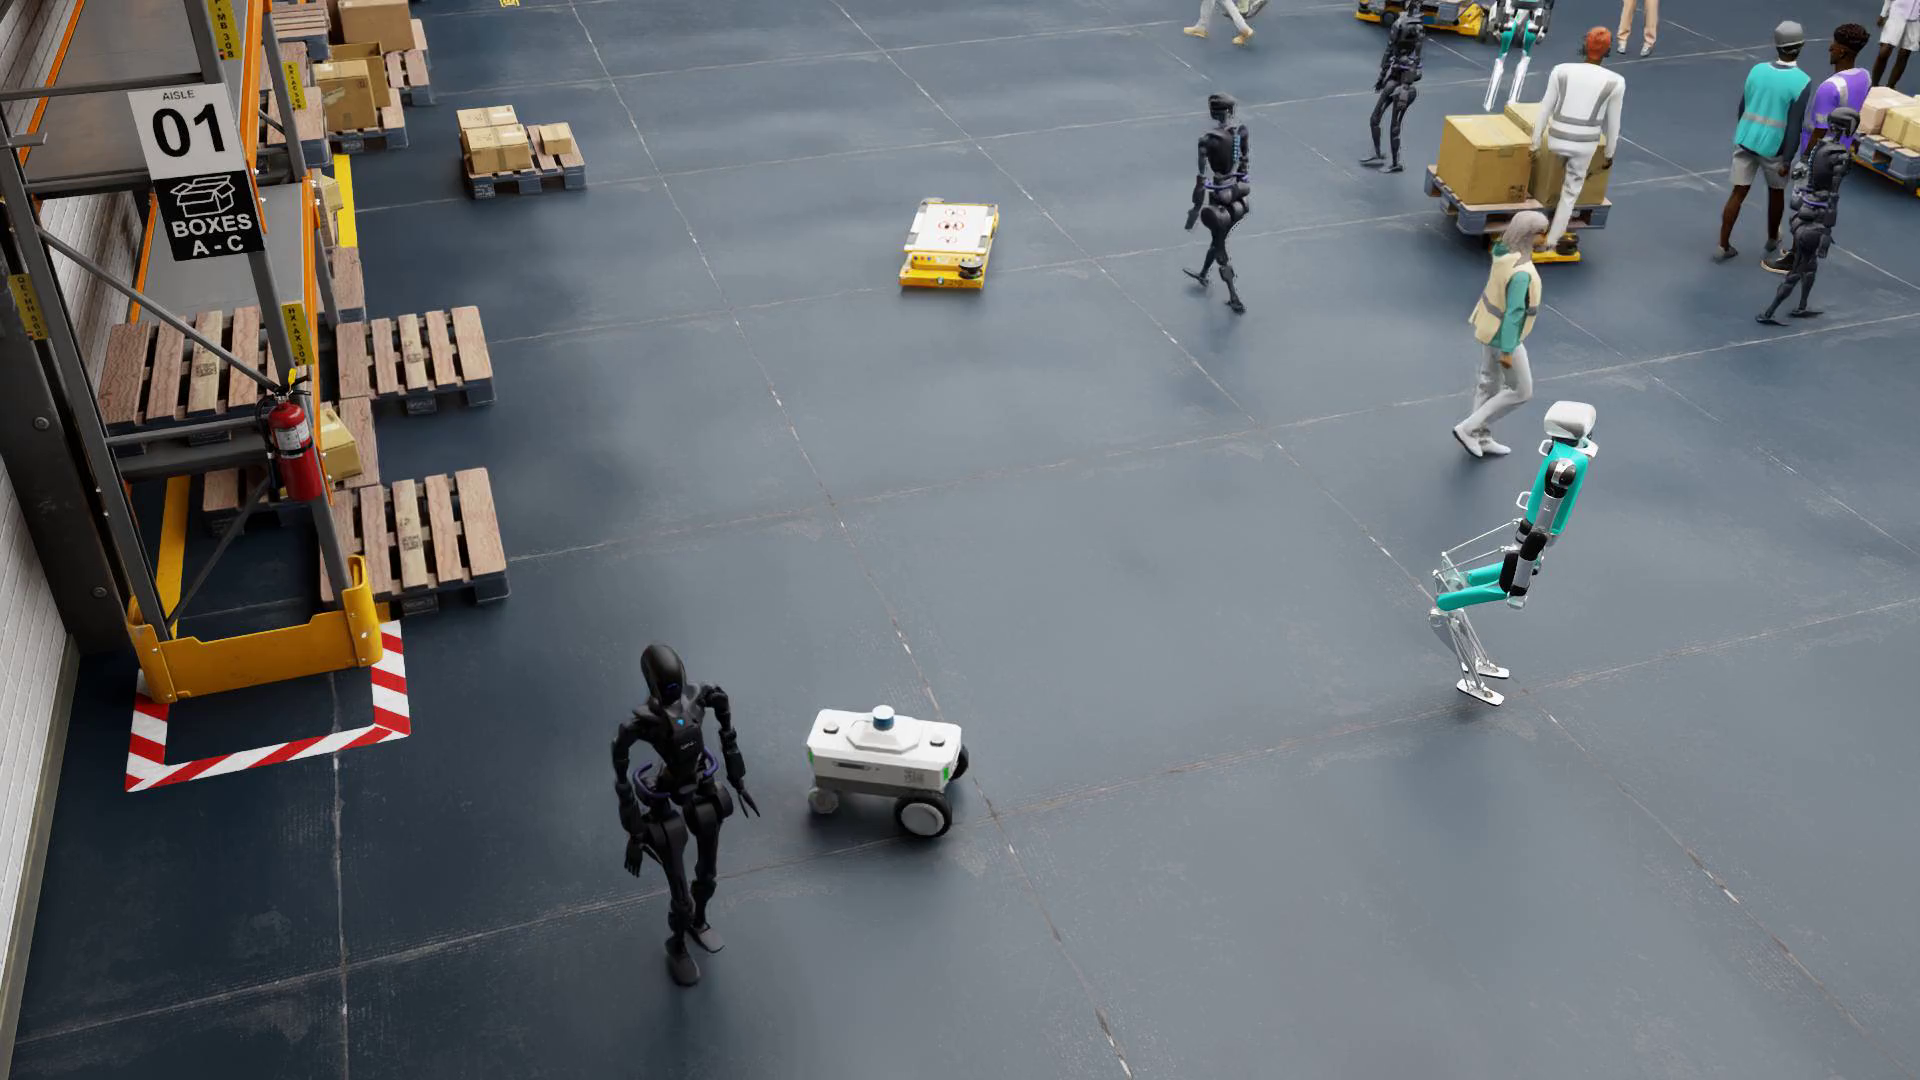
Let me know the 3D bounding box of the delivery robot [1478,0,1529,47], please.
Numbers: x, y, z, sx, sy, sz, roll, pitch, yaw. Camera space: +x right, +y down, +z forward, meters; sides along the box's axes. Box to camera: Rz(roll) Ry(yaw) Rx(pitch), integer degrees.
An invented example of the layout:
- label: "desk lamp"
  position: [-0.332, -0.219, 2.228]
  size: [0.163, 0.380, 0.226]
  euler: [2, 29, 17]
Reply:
- label: "delivery robot"
  position: [6.125, -5.841, 18.569]
  size: [0.499, 0.610, 0.814]
  euler: [15, 36, 21]

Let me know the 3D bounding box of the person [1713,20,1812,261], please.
- label: "person"
  position: [6.478, -3.184, 13.252]
  size: [0.881, 1.900, 0.570]
  euler: [-26, 41, -34]

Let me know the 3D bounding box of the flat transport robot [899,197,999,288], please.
- label: "flat transport robot"
  position: [-0.072, -2.435, 13.593]
  size: [0.659, 0.231, 1.431]
  euler: [4, 33, 5]

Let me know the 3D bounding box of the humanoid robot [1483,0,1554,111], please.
- label: "humanoid robot"
  position: [5.495, -5.090, 16.299]
  size: [0.537, 1.776, 0.667]
  euler: [9, 34, 13]

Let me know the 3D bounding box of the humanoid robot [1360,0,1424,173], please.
- label: "humanoid robot"
  position: [3.904, -4.098, 14.851]
  size: [0.374, 1.658, 0.600]
  euler: [-7, 34, -11]

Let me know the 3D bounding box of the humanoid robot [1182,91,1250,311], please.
- label: "humanoid robot"
  position: [1.948, -2.573, 12.549]
  size: [0.600, 1.636, 0.723]
  euler: [-25, 41, -33]

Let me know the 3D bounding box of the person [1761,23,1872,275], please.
- label: "person"
  position: [6.705, -3.023, 12.943]
  size: [0.608, 1.964, 0.366]
  euler: [-23, 40, -31]

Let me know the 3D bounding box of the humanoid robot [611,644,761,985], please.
- label: "humanoid robot"
  position: [-1.108, 1.112, 6.871]
  size: [0.607, 1.648, 0.441]
  euler: [-23, 39, -31]

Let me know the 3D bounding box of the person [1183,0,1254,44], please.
- label: "person"
  position: [2.907, -6.360, 18.190]
  size: [0.858, 1.833, 0.478]
  euler: [23, 40, 31]

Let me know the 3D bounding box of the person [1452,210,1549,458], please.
- label: "person"
  position: [3.435, -1.267, 10.484]
  size: [0.433, 1.694, 0.497]
  euler: [2, 33, 3]

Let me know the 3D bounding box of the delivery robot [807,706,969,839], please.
- label: "delivery robot"
  position: [-0.363, 1.051, 7.971]
  size: [0.756, 0.580, 0.499]
  euler: [6, 34, 9]

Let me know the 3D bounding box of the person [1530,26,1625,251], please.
- label: "person"
  position: [4.871, -3.124, 13.184]
  size: [0.606, 1.869, 0.418]
  euler: [21, 38, 28]

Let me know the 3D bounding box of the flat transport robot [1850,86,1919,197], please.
- label: "flat transport robot"
  position: [8.650, -3.380, 15.043]
  size: [0.659, 0.231, 1.431]
  euler: [-8, 34, -12]

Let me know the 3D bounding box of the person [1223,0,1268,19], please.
- label: "person"
  position: [3.273, -6.881, 18.991]
  size: [0.465, 1.814, 0.616]
  euler: [6, 34, 10]

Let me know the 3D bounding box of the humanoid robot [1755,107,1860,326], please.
- label: "humanoid robot"
  position: [6.310, -2.360, 12.192]
  size: [0.545, 1.643, 0.590]
  euler: [5, 33, 7]

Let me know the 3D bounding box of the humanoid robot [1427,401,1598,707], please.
- label: "humanoid robot"
  position: [2.680, 0.031, 8.345]
  size: [0.735, 1.677, 0.533]
  euler: [16, 36, 23]

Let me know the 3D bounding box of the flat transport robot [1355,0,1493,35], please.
- label: "flat transport robot"
  position: [5.359, -6.083, 19.189]
  size: [1.431, 0.231, 0.659]
  euler: [17, 37, 24]

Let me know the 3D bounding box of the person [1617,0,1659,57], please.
- label: "person"
  position: [7.403, -6.092, 17.921]
  size: [0.501, 1.660, 0.396]
  euler: [19, 38, 27]

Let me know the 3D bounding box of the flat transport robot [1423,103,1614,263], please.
- label: "flat transport robot"
  position: [4.614, -2.683, 13.973]
  size: [0.659, 0.231, 1.431]
  euler: [-3, 33, -5]

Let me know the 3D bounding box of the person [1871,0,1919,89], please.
- label: "person"
  position: [9.234, -5.072, 16.137]
  size: [0.570, 1.906, 0.642]
  euler: [18, 37, 25]
